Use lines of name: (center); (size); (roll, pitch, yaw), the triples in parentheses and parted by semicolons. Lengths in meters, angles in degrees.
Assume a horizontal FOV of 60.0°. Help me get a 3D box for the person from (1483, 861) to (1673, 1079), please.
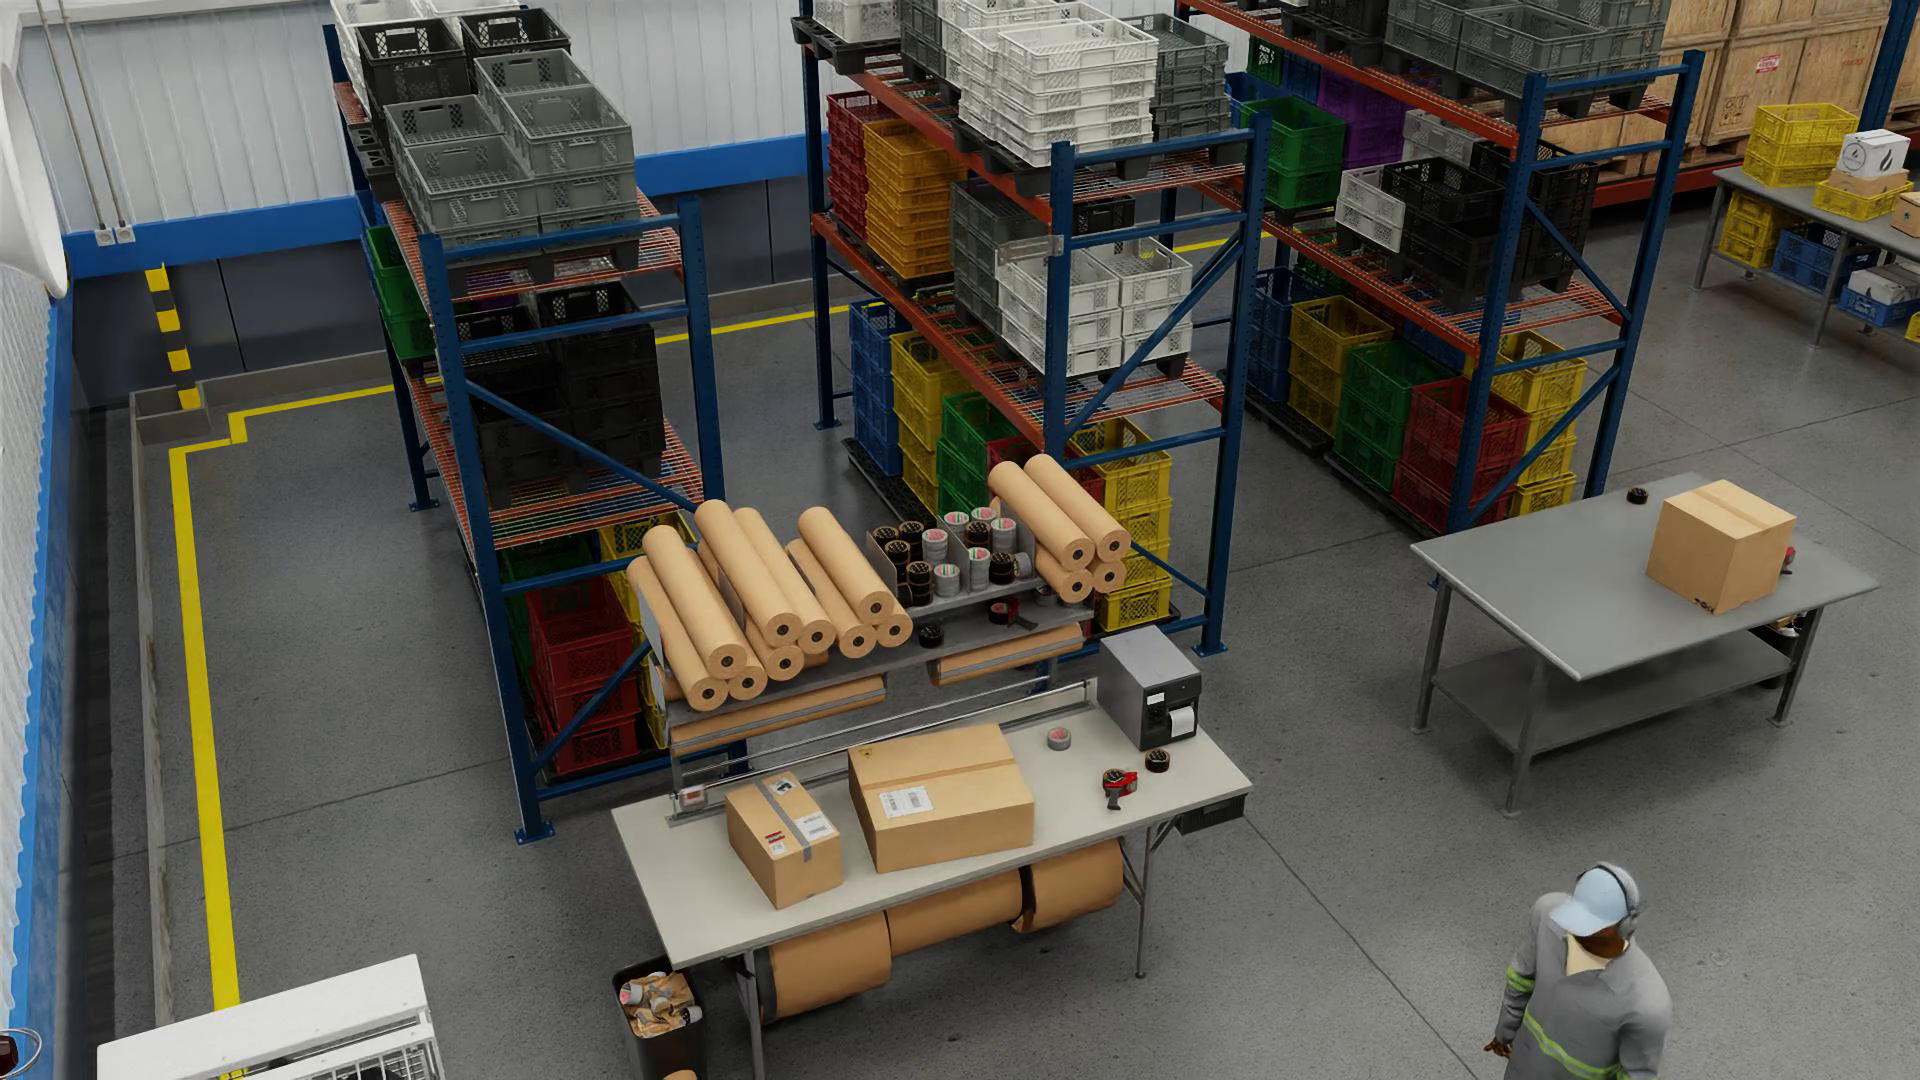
person: (1.983, 1.791, 5.551); (0.388, 1.850, 0.598); (-13, 34, -21)
